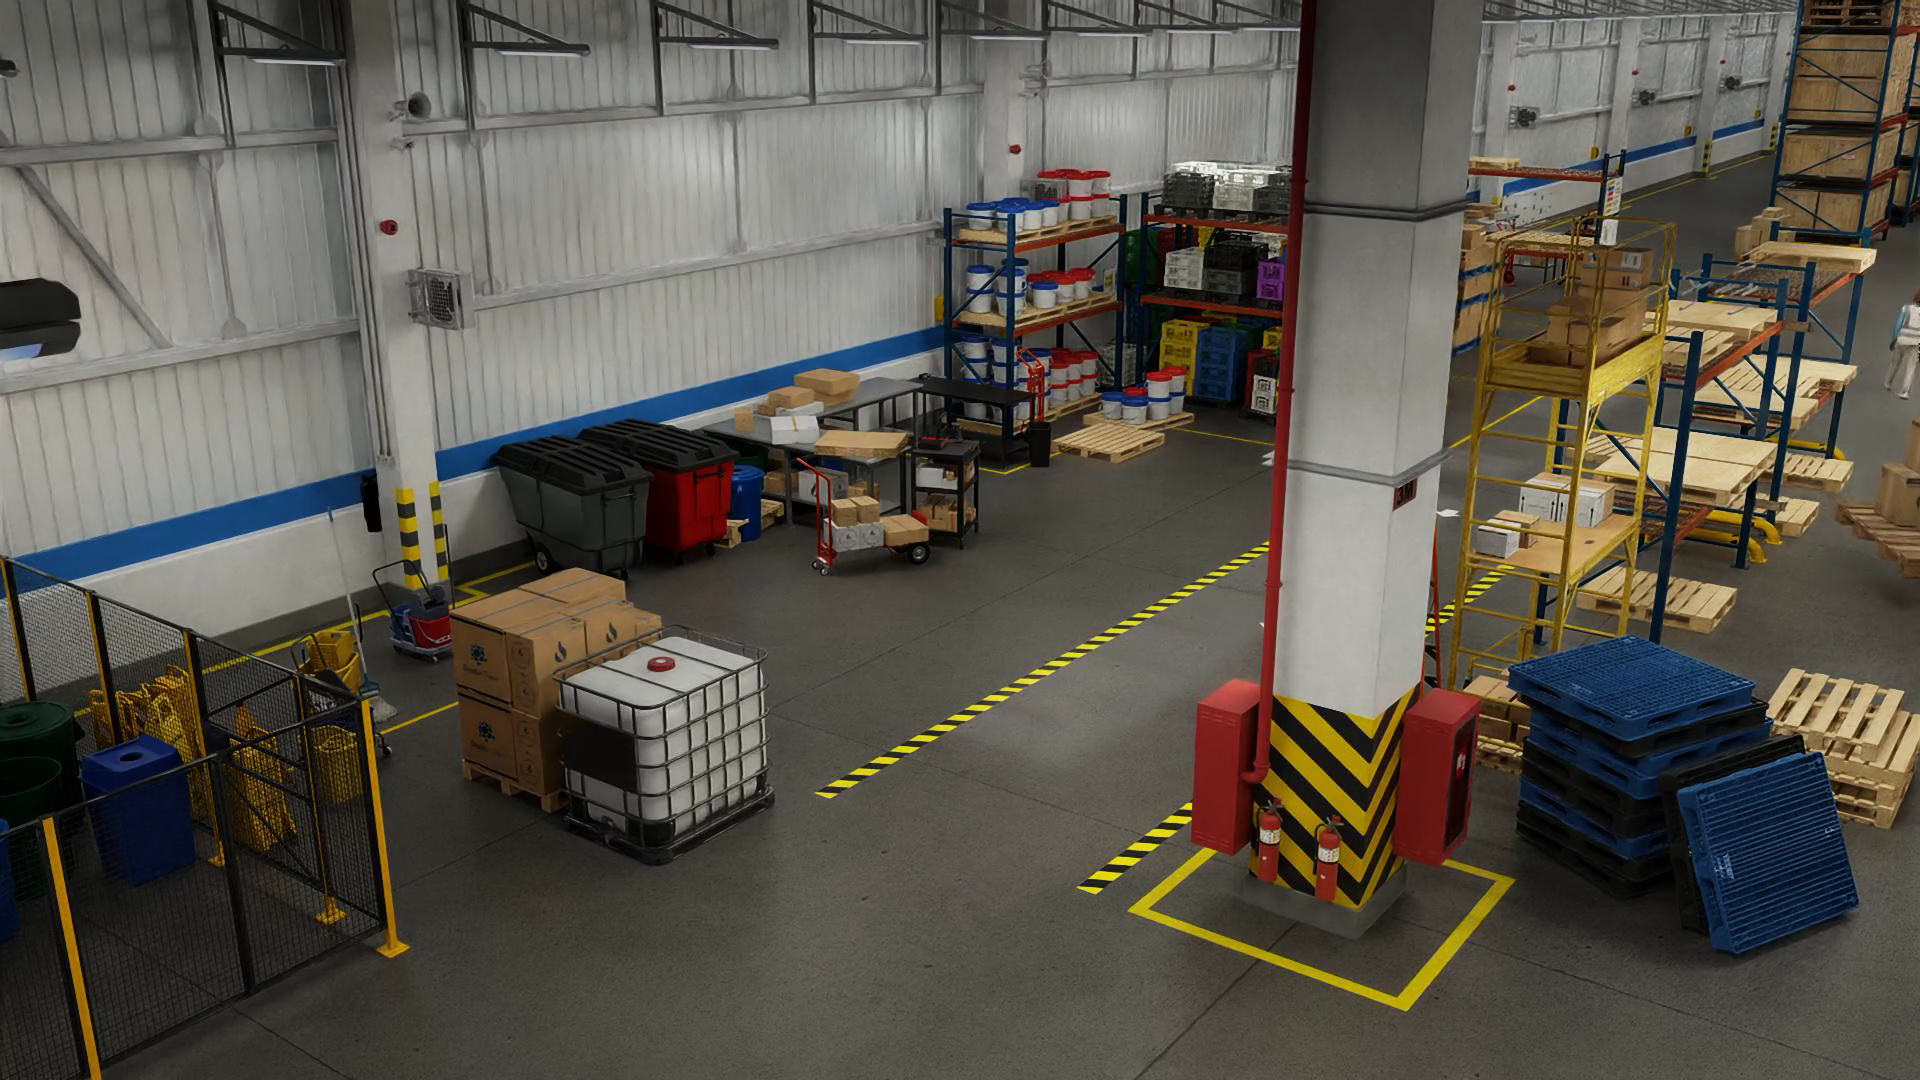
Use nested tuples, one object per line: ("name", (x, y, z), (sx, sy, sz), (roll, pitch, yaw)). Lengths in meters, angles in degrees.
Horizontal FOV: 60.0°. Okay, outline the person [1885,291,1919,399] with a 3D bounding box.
("person", (14.043, -2.920, 24.599), (0.550, 1.578, 0.847), (6, 19, 19))
